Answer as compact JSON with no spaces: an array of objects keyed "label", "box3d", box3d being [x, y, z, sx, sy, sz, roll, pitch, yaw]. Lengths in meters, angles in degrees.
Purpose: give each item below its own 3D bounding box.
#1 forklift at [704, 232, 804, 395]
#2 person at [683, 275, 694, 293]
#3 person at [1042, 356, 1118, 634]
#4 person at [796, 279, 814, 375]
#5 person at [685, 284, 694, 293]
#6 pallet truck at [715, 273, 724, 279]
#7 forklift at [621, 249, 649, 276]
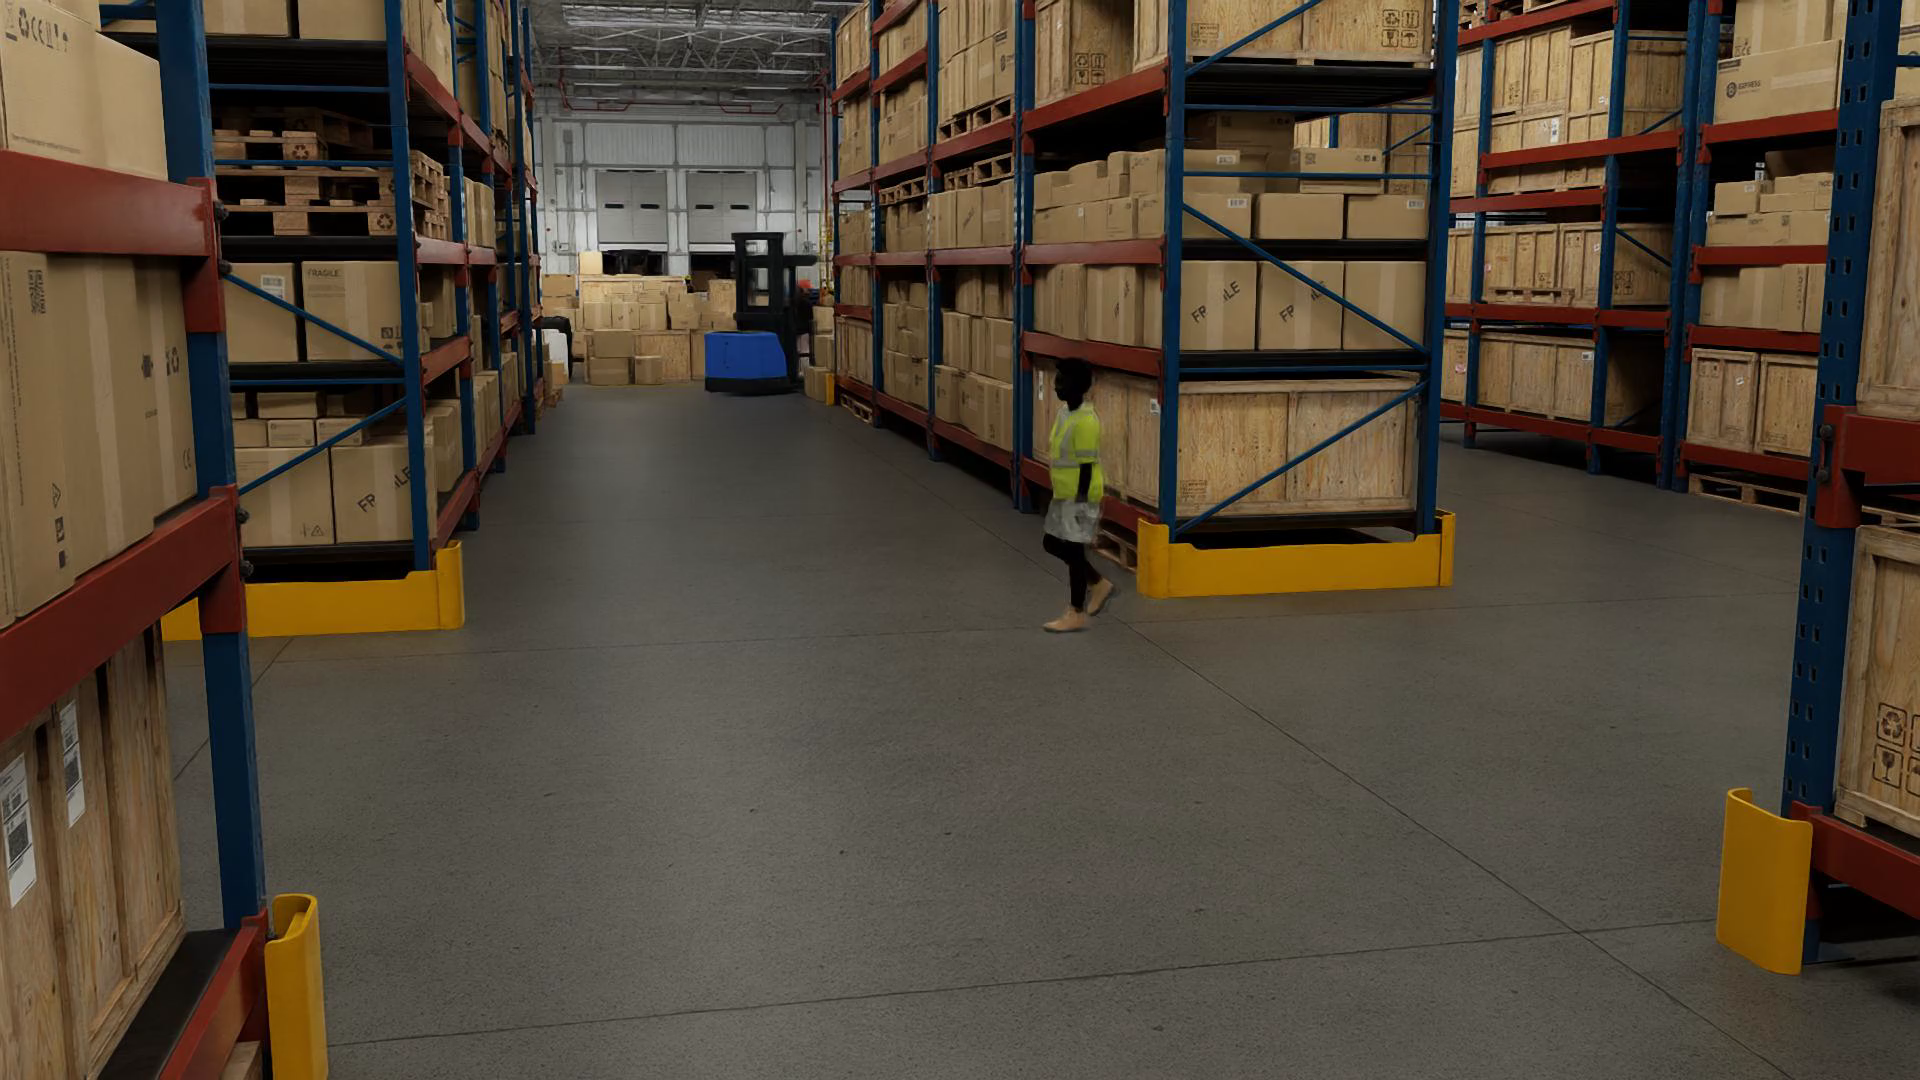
[{"label":"forklift","box3d":[-3.530,-3.992,29.156,1.129,2.768,1.873,6,11,32]},{"label":"person","box3d":[-10.044,-8.803,61.381,0.588,1.927,0.371,5,10,27]},{"label":"person","box3d":[0.724,-0.271,10.083,0.427,1.684,0.550,-2,10,-12]},{"label":"person","box3d":[-2.908,-3.879,31.162,0.378,1.995,0.612,-6,11,-33]},{"label":"person","box3d":[-6.107,-4.809,37.323,0.430,1.837,0.620,-6,11,-32]},{"label":"pallet truck","box3d":[-8.580,-8.986,62.280,1.885,1.965,0.823,1,9,5]},{"label":"forklift","box3d":[-11.119,-8.584,57.144,1.129,2.768,1.873,-7,12,-38]}]
